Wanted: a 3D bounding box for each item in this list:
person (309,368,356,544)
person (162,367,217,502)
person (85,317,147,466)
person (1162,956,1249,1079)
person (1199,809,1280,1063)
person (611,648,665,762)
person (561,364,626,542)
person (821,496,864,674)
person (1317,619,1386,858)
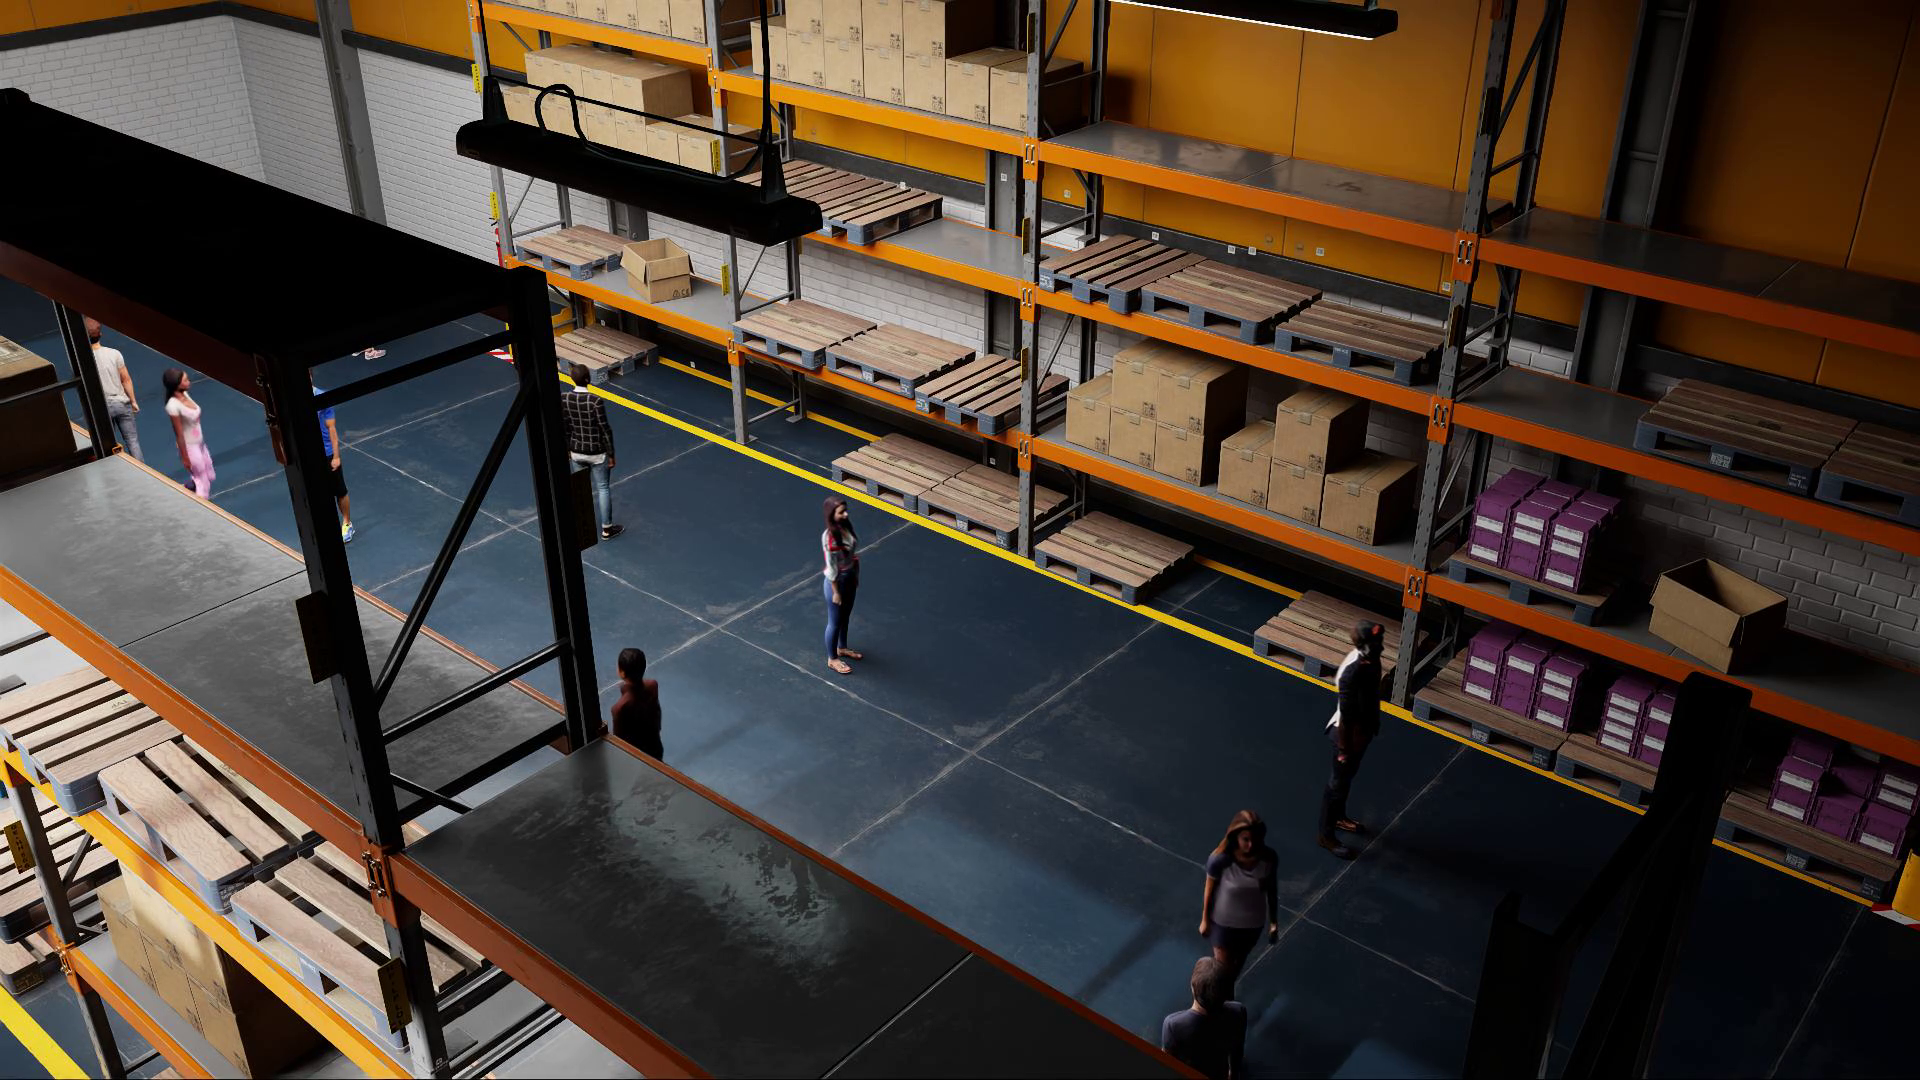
[{"bbox_3d":[-6.233,-0.860,16.163,0.674,1.868,0.763,2,29,4],"label":"person"},{"bbox_3d":[-7.641,-0.877,16.341,0.920,1.728,0.873,-3,29,-5],"label":"person"},{"bbox_3d":[-8.729,-1.379,17.082,0.724,1.899,0.691,-15,32,-25],"label":"person"},{"bbox_3d":[1.287,3.013,9.042,0.759,1.888,0.767,-9,30,-15],"label":"person"},{"bbox_3d":[1.723,2.342,10.460,0.932,1.709,1.007,-4,29,-7],"label":"person"},{"bbox_3d":[-2.207,1.561,11.844,1.089,1.755,0.790,16,32,26],"label":"person"},{"bbox_3d":[-3.620,-0.857,16.208,0.662,1.821,0.801,7,29,12],"label":"person"},{"bbox_3d":[-1.030,0.356,14.200,0.621,1.614,0.649,10,30,18],"label":"person"},{"bbox_3d":[2.835,1.390,12.017,0.648,1.890,0.731,15,32,26],"label":"person"}]
